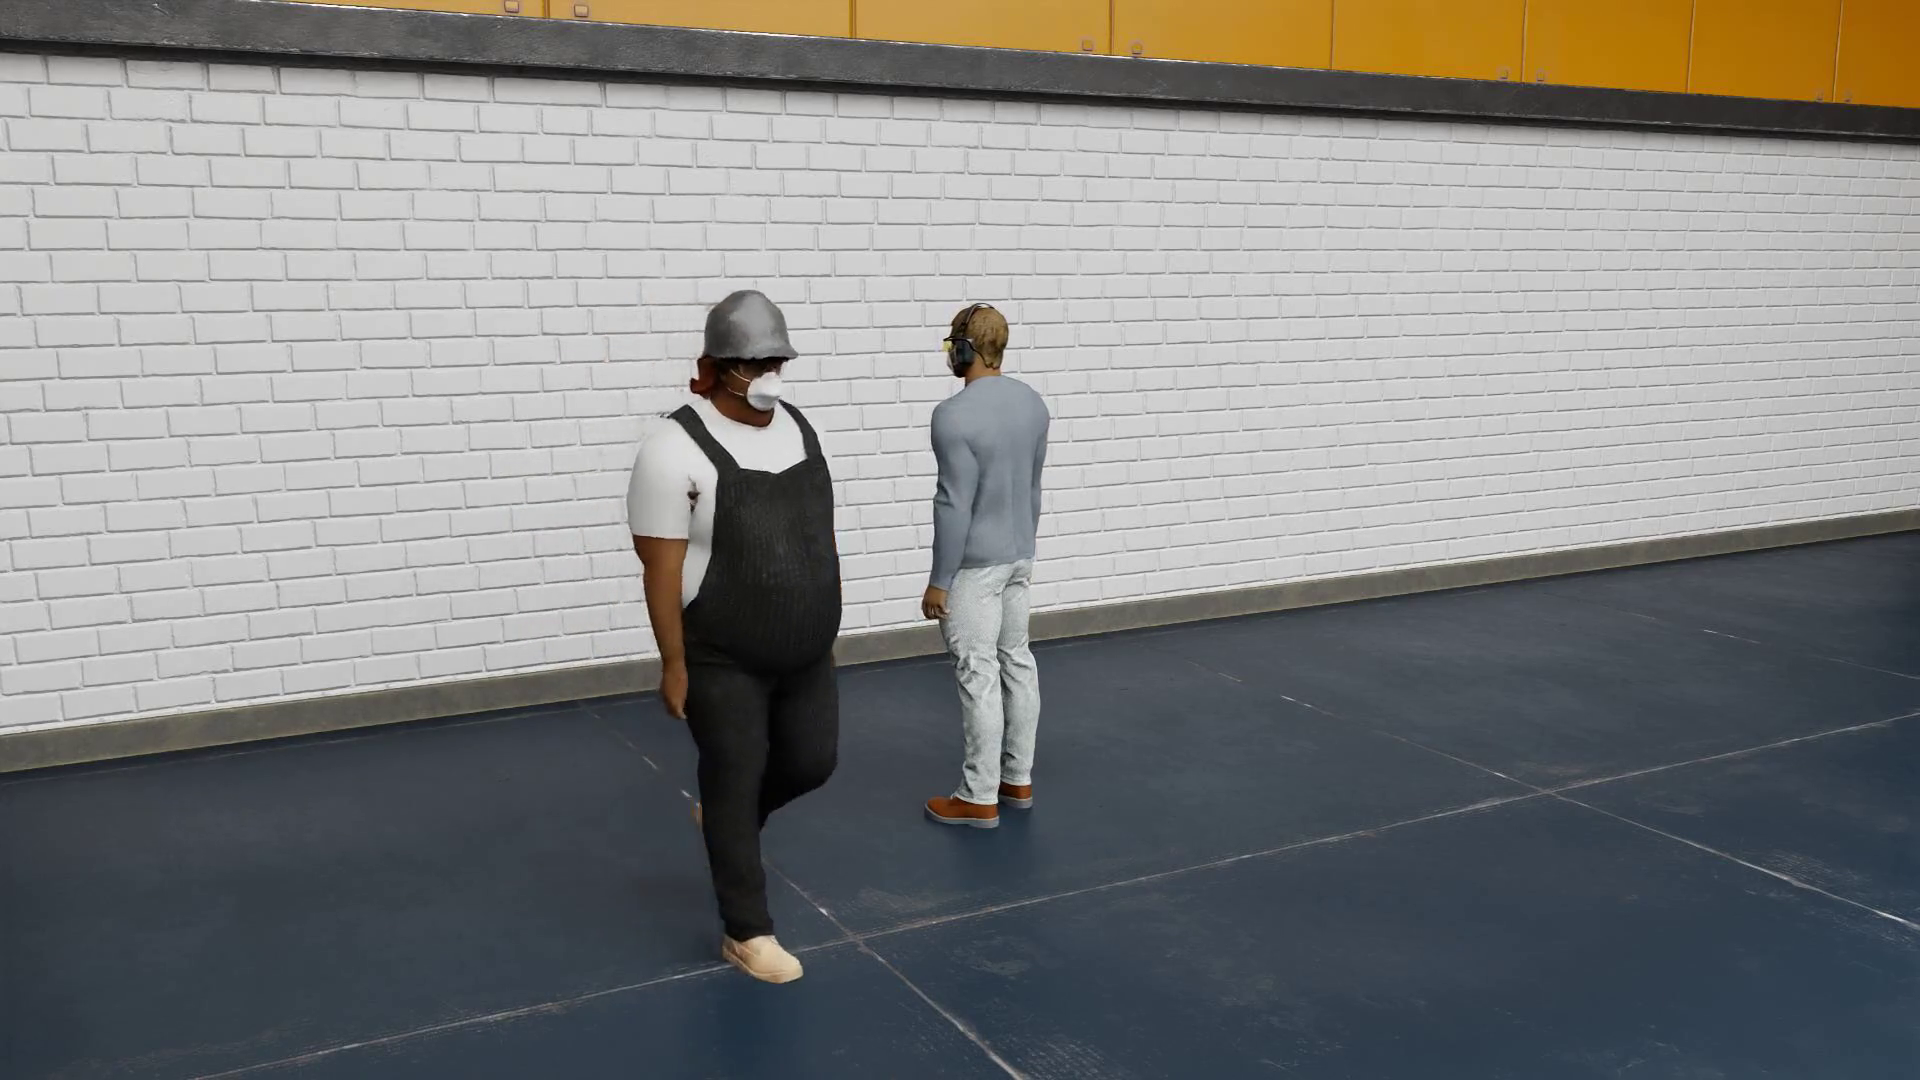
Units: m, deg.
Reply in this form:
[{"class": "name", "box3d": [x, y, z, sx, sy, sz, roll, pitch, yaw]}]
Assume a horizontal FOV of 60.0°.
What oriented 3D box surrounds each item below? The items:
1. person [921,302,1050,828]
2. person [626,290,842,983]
[{"class": "person", "box3d": [0.084, 0.097, 6.175, 0.370, 1.941, 0.627, 7, 12, 35]}, {"class": "person", "box3d": [-0.656, 0.255, 4.975, 0.691, 2.000, 0.709, -9, 13, -43]}]
